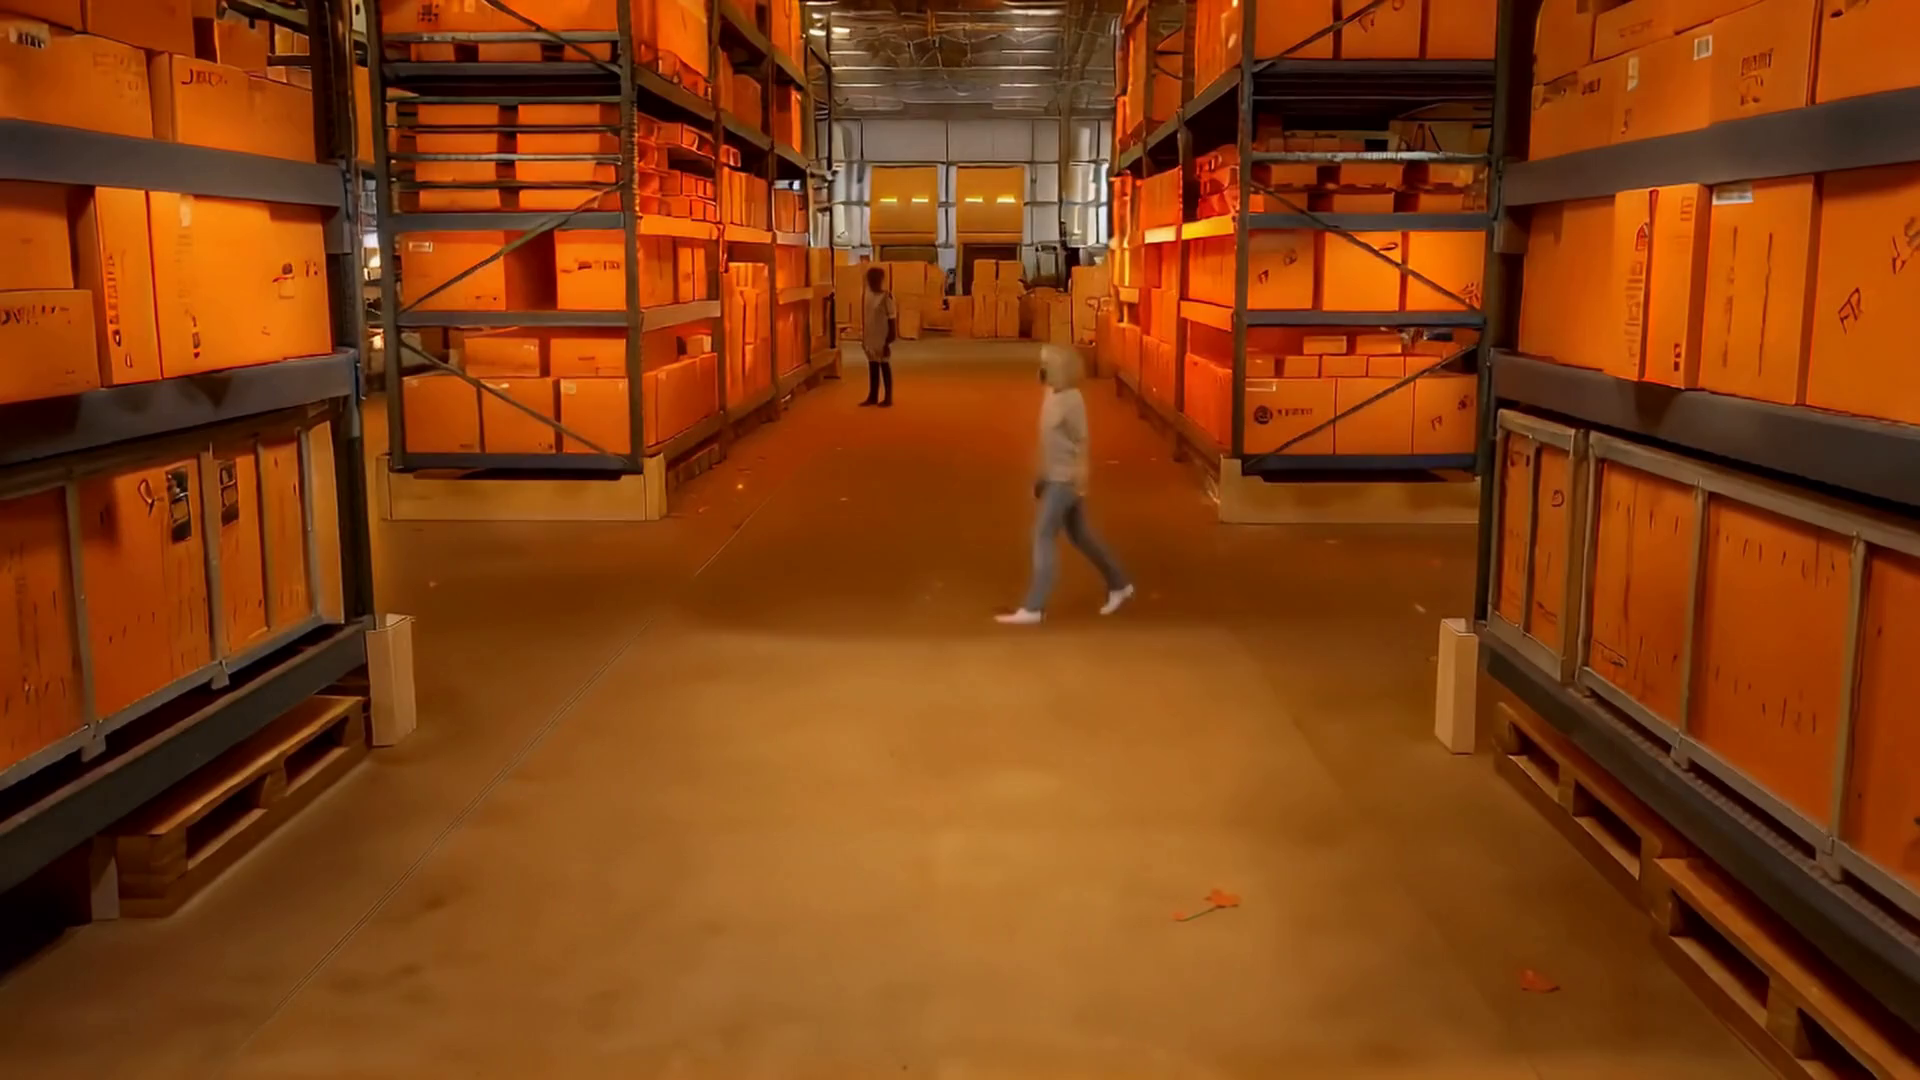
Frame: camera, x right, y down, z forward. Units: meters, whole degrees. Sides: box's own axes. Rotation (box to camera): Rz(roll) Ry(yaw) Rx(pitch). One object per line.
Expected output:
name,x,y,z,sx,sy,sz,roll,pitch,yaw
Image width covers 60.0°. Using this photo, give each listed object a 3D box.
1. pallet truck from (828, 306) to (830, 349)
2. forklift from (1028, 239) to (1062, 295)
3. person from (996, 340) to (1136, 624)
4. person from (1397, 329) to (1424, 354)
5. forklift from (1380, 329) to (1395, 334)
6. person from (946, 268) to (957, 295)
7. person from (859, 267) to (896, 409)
pallet truck,-3.100,-3.940,29.800,1.885,1.965,0.823,3,10,19
forklift,3.077,-9.167,58.473,1.129,2.768,1.873,2,10,14
person,0.632,-0.332,9.396,0.827,1.599,0.514,-2,10,-12
person,8.639,-4.095,31.888,0.522,1.614,0.770,2,10,11
forklift,9.082,-5.833,38.503,1.873,2.768,1.129,0,9,1
person,-0.367,-9.307,62.474,0.525,1.827,0.744,-8,12,-40
person,-1.141,-2.794,23.025,0.366,1.967,0.603,-9,13,-43
